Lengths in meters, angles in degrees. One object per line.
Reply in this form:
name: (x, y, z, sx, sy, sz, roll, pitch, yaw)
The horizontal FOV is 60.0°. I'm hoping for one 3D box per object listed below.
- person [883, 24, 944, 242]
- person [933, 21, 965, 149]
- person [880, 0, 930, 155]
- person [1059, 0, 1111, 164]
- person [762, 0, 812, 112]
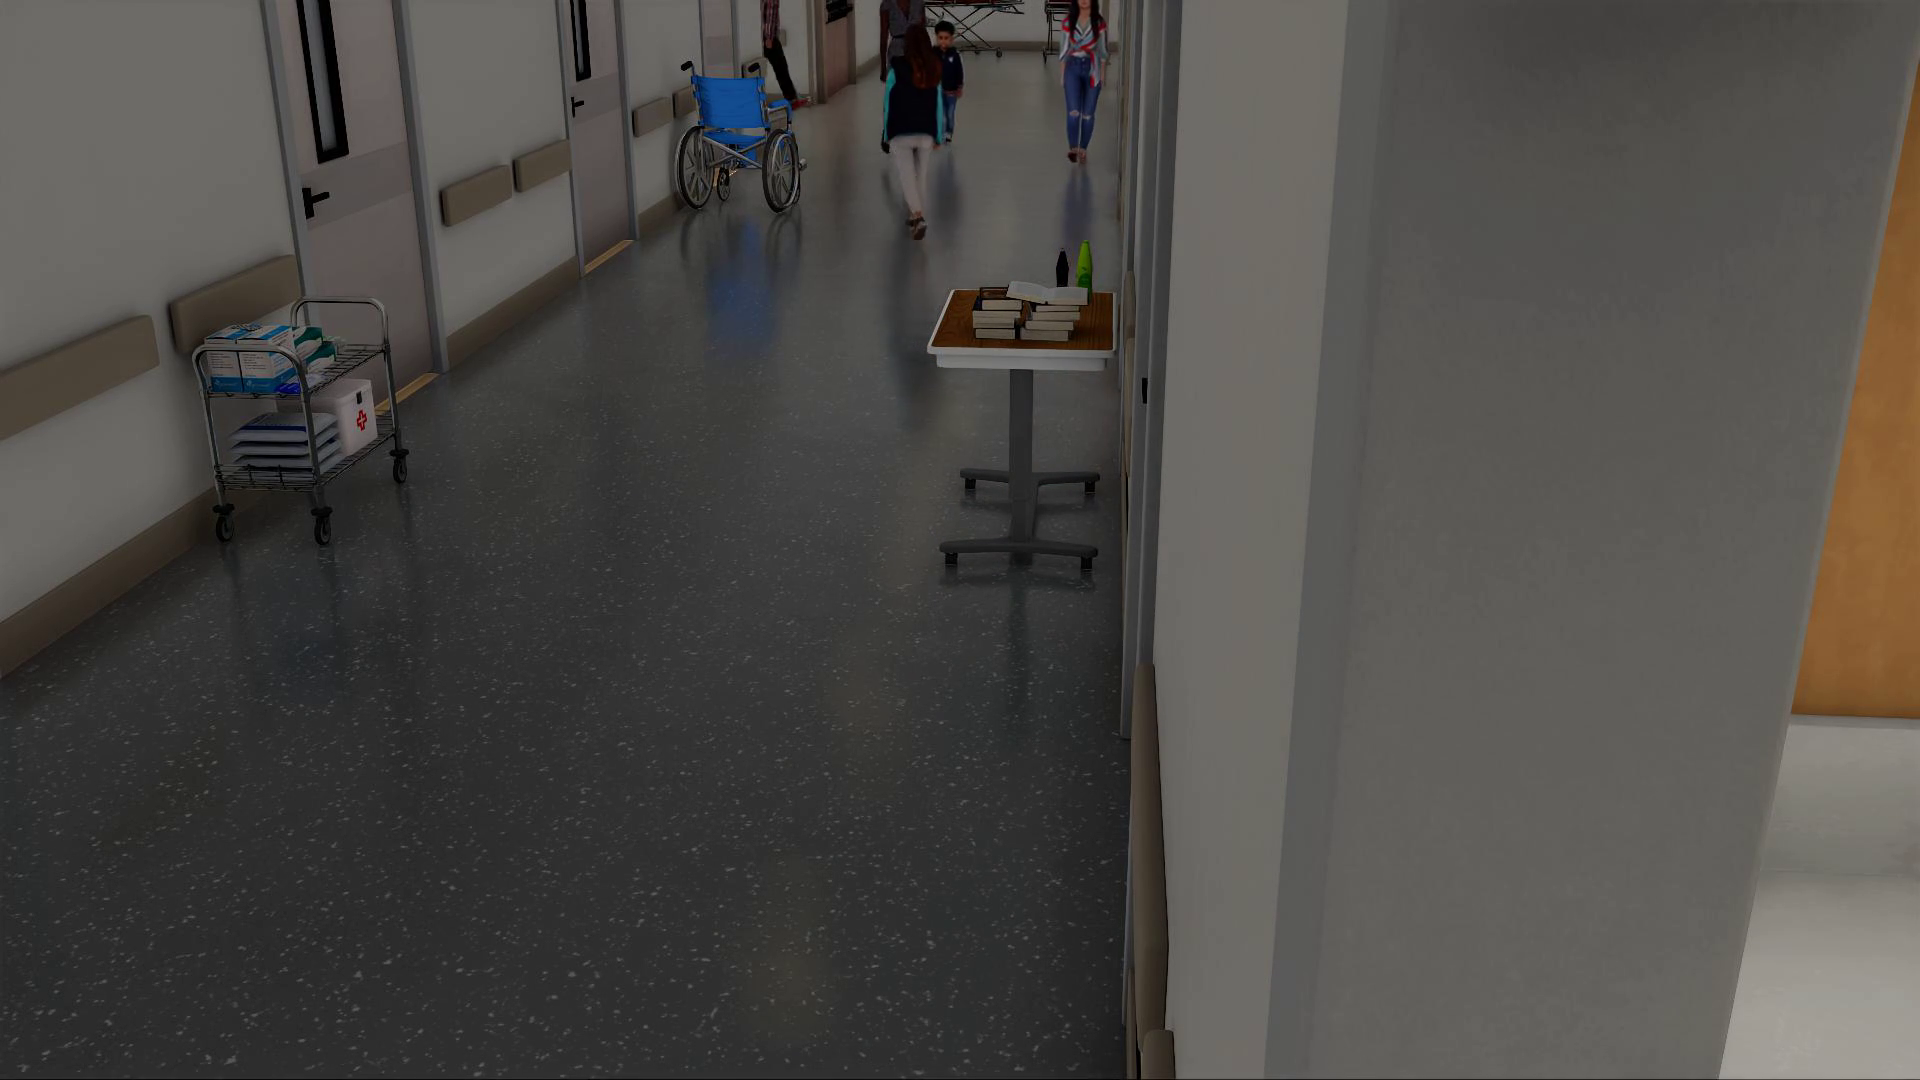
person: (-0.325, -2.842, 11.711, 0.792, 1.472, 1.025, -7, 22, -17)
person: (-0.135, -4.479, 16.428, 0.538, 1.192, 0.806, 1, 21, 3)
person: (-0.529, -4.211, 14.937, 1.043, 1.747, 1.237, -11, 23, -27)
person: (1.150, -4.309, 15.428, 0.607, 1.581, 0.962, 2, 21, 5)
person: (-2.287, -5.699, 18.903, 1.187, 1.719, 1.162, -13, 24, -31)
